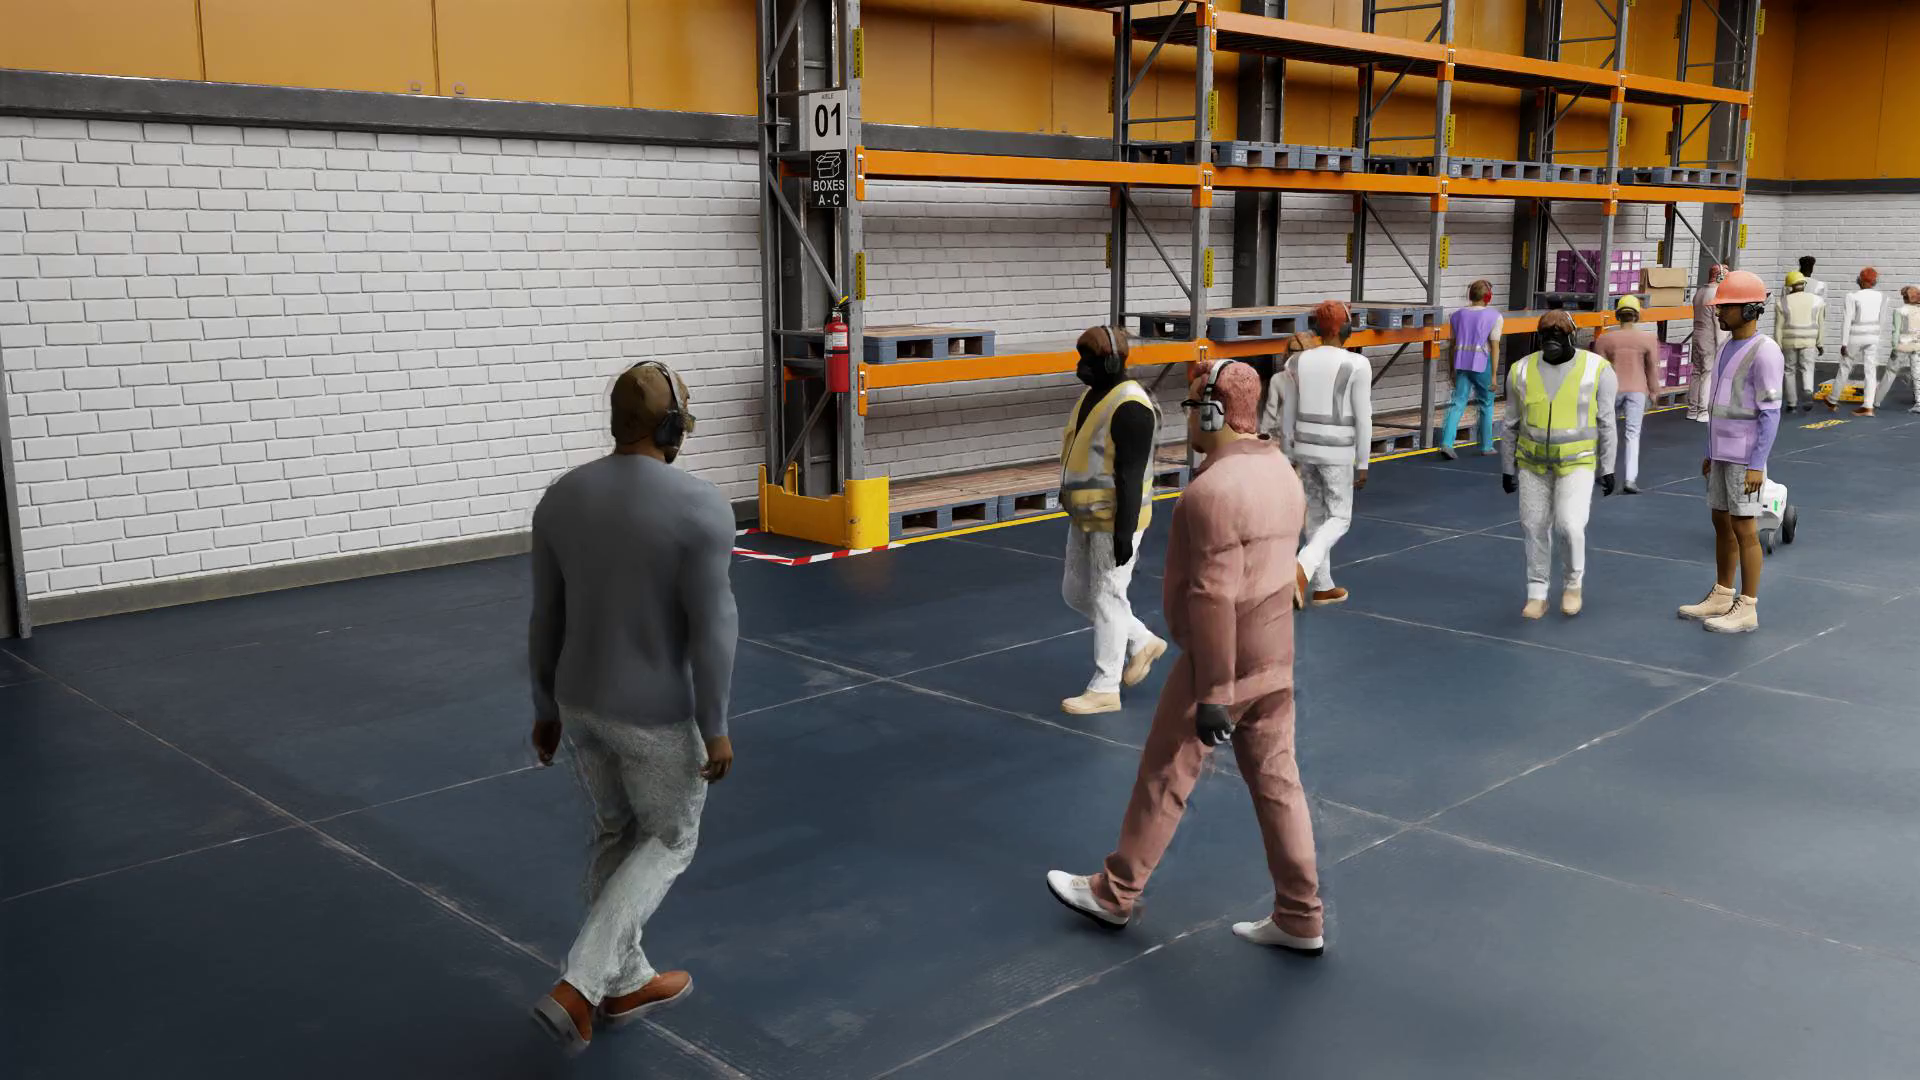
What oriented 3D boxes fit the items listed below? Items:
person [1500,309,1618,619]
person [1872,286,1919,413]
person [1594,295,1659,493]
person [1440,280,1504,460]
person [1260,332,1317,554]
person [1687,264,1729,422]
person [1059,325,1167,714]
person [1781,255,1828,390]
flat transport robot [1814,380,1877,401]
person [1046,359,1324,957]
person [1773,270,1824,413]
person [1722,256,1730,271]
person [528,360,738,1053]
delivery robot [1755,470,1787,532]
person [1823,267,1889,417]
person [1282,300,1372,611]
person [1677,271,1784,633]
[{"bbox_3d":[3.461,-0.425,9.669,0.649,1.821,0.443,7,13,34],"label":"person"},{"bbox_3d":[12.027,-2.430,21.208,0.542,1.594,0.856,-2,11,-9],"label":"person"},{"bbox_3d":[5.857,-1.284,14.647,0.548,1.725,0.833,3,11,18],"label":"person"},{"bbox_3d":[5.135,-1.703,16.684,0.580,1.807,0.945,10,14,42],"label":"person"},{"bbox_3d":[2.319,-0.633,11.430,0.521,1.580,0.872,8,13,38],"label":"person"},{"bbox_3d":[9.051,-2.359,20.017,0.397,1.900,0.635,-1,10,-3],"label":"person"},{"bbox_3d":[0.727,-0.091,7.817,0.532,1.831,0.629,-4,11,-19],"label":"person"},{"bbox_3d":[12.185,-3.136,24.093,0.615,1.943,0.733,5,11,24],"label":"person"},{"bbox_3d":[12.194,-2.055,22.780,0.652,0.197,1.431,8,13,36],"label":"flat transport robot"},{"bbox_3d":[0.752,0.367,5.237,0.951,1.859,0.677,7,13,34],"label":"person"},{"bbox_3d":[10.505,-2.467,20.838,0.616,1.805,0.569,3,11,17],"label":"person"},{"bbox_3d":[11.236,-3.186,24.418,0.646,1.936,0.401,0,10,-3],"label":"person"},{"bbox_3d":[-0.946,0.478,4.497,0.647,1.913,0.653,6,12,30],"label":"person"},{"bbox_3d":[5.760,-0.270,12.014,0.477,0.478,0.707,6,12,29],"label":"delivery robot"},{"bbox_3d":[11.276,-2.484,20.863,0.593,1.823,1.009,0,10,-1],"label":"person"},{"bbox_3d":[2.134,-0.488,9.884,0.732,1.866,0.587,-10,14,-44],"label":"person"},{"bbox_3d":[4.372,-0.494,9.430,0.394,2.041,0.612,0,10,0],"label":"person"}]
